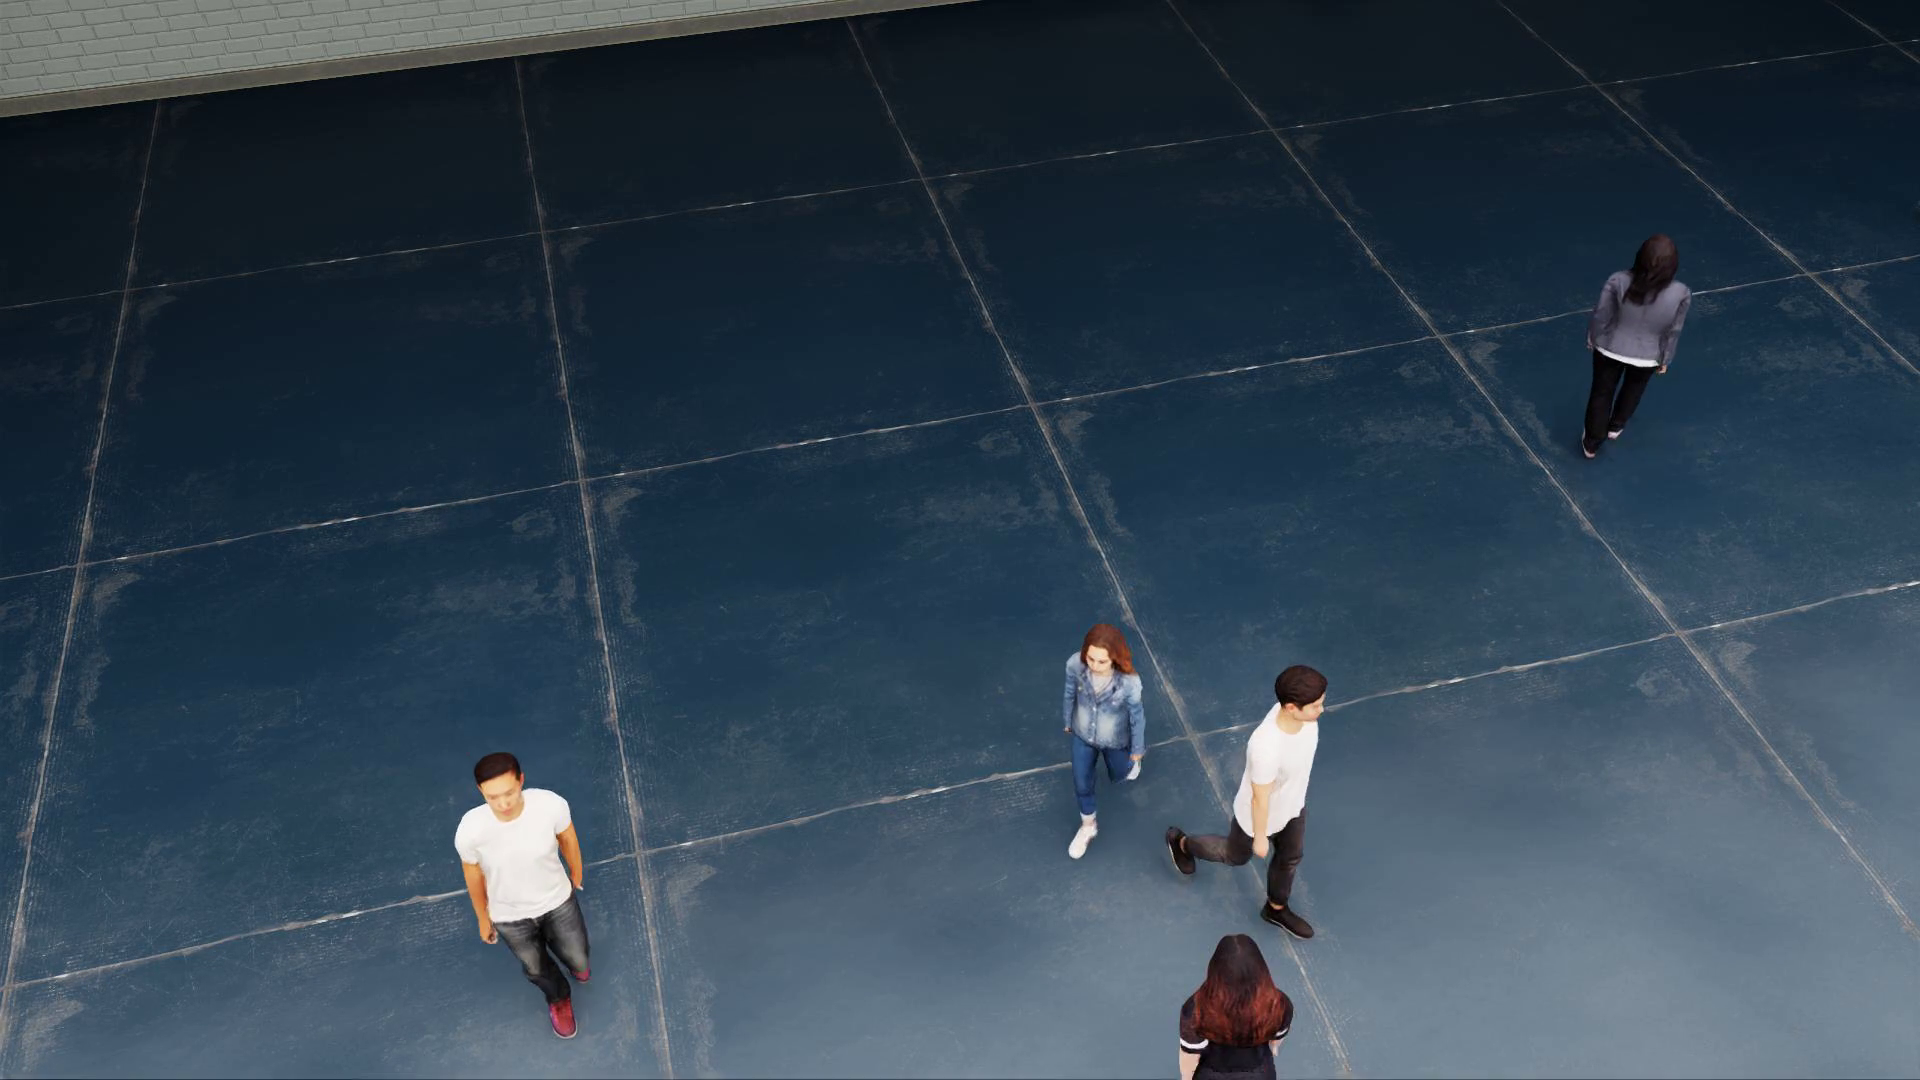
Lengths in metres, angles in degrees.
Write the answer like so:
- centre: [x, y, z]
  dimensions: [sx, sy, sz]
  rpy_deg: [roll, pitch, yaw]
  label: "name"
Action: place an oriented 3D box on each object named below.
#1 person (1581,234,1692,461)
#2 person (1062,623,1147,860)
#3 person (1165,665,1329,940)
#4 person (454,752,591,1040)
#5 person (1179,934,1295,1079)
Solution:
- centre: [4.126, -1.145, 10.253]
  dimensions: [0.833, 1.582, 0.876]
  rpy_deg: [13, 45, 14]
  label: "person"
- centre: [0.731, 0.899, 8.153]
  dimensions: [0.908, 1.462, 0.996]
  rpy_deg: [15, 45, 15]
  label: "person"
- centre: [1.357, 1.168, 7.693]
  dimensions: [1.160, 1.696, 1.002]
  rpy_deg: [32, 52, 29]
  label: "person"
- centre: [-1.886, 1.498, 7.268]
  dimensions: [0.670, 1.792, 0.727]
  rpy_deg: [-14, 45, -15]
  label: "person"
- centre: [1.100, 2.193, 6.663]
  dimensions: [0.798, 1.604, 1.171]
  rpy_deg: [0, 43, 0]
  label: "person"
